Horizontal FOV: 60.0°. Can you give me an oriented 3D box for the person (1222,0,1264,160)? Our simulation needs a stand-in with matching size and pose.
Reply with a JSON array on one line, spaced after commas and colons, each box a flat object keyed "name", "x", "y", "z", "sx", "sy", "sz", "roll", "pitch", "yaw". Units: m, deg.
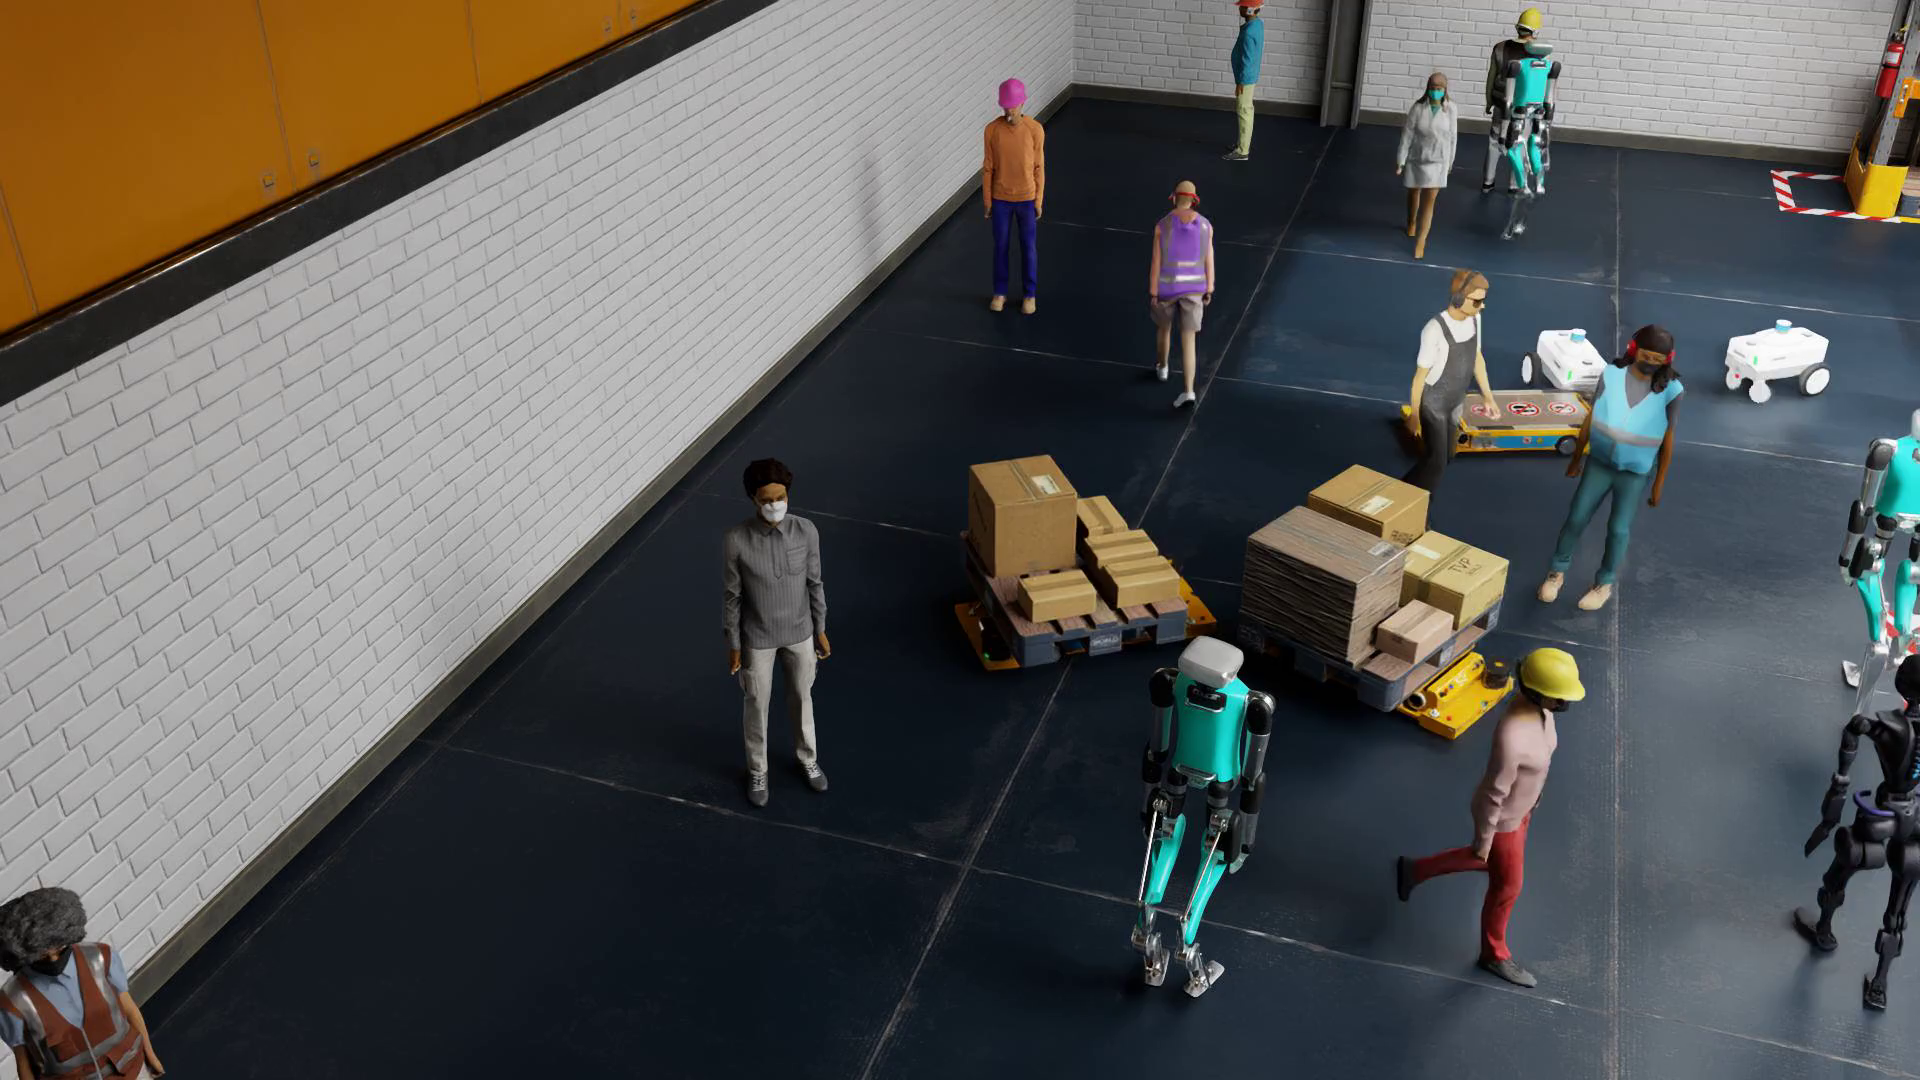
[{"name": "person", "x": 2.985, "y": -4.887, "z": 17.474, "sx": 0.329, "sy": 1.751, "sz": 0.562, "roll": 8, "pitch": 31, "yaw": 13}]

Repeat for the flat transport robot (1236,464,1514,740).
[{"name": "flat transport robot", "x": 2.365, "y": 0.644, "z": 9.530, "sx": 1.431, "sy": 0.231, "sz": 0.659, "roll": 26, "pitch": 39, "yaw": 37}]

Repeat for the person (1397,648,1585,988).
[{"name": "person", "x": 2.301, "y": 1.143, "z": 7.225, "sx": 0.670, "sy": 1.738, "sz": 0.539, "roll": 16, "pitch": 34, "yaw": 26}]

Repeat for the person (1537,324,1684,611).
[{"name": "person", "x": 3.861, "y": -0.417, "z": 9.780, "sx": 0.577, "sy": 1.854, "sz": 0.453, "roll": 19, "pitch": 36, "yaw": 29}]

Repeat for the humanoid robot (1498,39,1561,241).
[{"name": "humanoid robot", "x": 5.323, "y": -3.656, "z": 15.426, "sx": 0.577, "sy": 1.797, "sz": 0.817, "roll": -7, "pitch": 31, "yaw": -12}]

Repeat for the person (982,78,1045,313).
[{"name": "person", "x": 0.438, "y": -2.847, "z": 13.793, "sx": 0.517, "sy": 1.974, "sz": 0.398, "roll": 4, "pitch": 31, "yaw": 6}]

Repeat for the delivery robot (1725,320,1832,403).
[{"name": "delivery robot", "x": 6.237, "y": -1.398, "z": 12.703, "sx": 0.747, "sy": 0.576, "sz": 0.499, "roll": -9, "pitch": 32, "yaw": -15}]

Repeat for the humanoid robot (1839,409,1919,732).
[{"name": "humanoid robot", "x": 4.978, "y": 0.251, "z": 8.778, "sx": 0.530, "sy": 1.777, "sz": 1.003, "roll": 7, "pitch": 31, "yaw": 11}]

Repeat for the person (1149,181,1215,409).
[{"name": "person", "x": 1.654, "y": -1.830, "z": 12.379, "sx": 0.491, "sy": 1.641, "sz": 0.912, "roll": 0, "pitch": 30, "yaw": 0}]

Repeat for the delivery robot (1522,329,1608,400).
[{"name": "delivery robot", "x": 4.615, "y": -1.304, "z": 12.567, "sx": 0.499, "sy": 0.600, "sz": 0.802, "roll": -1, "pitch": 30, "yaw": -1}]

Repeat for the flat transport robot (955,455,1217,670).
[{"name": "flat transport robot", "x": 0.743, "y": 0.426, "z": 9.901, "sx": 1.431, "sy": 0.231, "sz": 0.659, "roll": -9, "pitch": 32, "yaw": -14}]

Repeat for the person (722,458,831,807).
[{"name": "person", "x": -0.916, "y": 0.448, "z": 8.254, "sx": 0.532, "sy": 1.901, "sz": 0.395, "roll": -10, "pitch": 32, "yaw": -17}]

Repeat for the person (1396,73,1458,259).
[{"name": "person", "x": 4.239, "y": -3.451, "z": 15.162, "sx": 0.510, "sy": 1.614, "sz": 0.872, "roll": 9, "pitch": 32, "yaw": 15}]

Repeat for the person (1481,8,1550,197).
[{"name": "person", "x": 5.485, "y": -4.313, "z": 16.420, "sx": 0.601, "sy": 1.830, "sz": 0.404, "roll": 21, "pitch": 36, "yaw": 31}]

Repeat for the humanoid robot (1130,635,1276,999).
[{"name": "humanoid robot", "x": 0.920, "y": 1.256, "z": 6.909, "sx": 0.533, "sy": 1.677, "sz": 0.735, "roll": 15, "pitch": 34, "yaw": 24}]

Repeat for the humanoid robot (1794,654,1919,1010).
[{"name": "humanoid robot", "x": 4.005, "y": 1.223, "z": 7.167, "sx": 0.610, "sy": 1.628, "sz": 0.609, "roll": 2, "pitch": 31, "yaw": 4}]

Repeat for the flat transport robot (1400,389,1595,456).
[{"name": "flat transport robot", "x": 3.996, "y": -0.849, "z": 12.069, "sx": 1.431, "sy": 0.231, "sz": 0.659, "roll": -1, "pitch": 30, "yaw": -2}]

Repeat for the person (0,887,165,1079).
[{"name": "person", "x": -3.111, "y": 1.922, "z": 5.963, "sx": 0.310, "sy": 1.681, "sz": 0.425, "roll": 26, "pitch": 39, "yaw": 37}]

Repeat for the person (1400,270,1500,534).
[{"name": "person", "x": 3.052, "y": -0.868, "z": 10.572, "sx": 0.514, "sy": 1.816, "sz": 0.607, "roll": -25, "pitch": 38, "yaw": -35}]
